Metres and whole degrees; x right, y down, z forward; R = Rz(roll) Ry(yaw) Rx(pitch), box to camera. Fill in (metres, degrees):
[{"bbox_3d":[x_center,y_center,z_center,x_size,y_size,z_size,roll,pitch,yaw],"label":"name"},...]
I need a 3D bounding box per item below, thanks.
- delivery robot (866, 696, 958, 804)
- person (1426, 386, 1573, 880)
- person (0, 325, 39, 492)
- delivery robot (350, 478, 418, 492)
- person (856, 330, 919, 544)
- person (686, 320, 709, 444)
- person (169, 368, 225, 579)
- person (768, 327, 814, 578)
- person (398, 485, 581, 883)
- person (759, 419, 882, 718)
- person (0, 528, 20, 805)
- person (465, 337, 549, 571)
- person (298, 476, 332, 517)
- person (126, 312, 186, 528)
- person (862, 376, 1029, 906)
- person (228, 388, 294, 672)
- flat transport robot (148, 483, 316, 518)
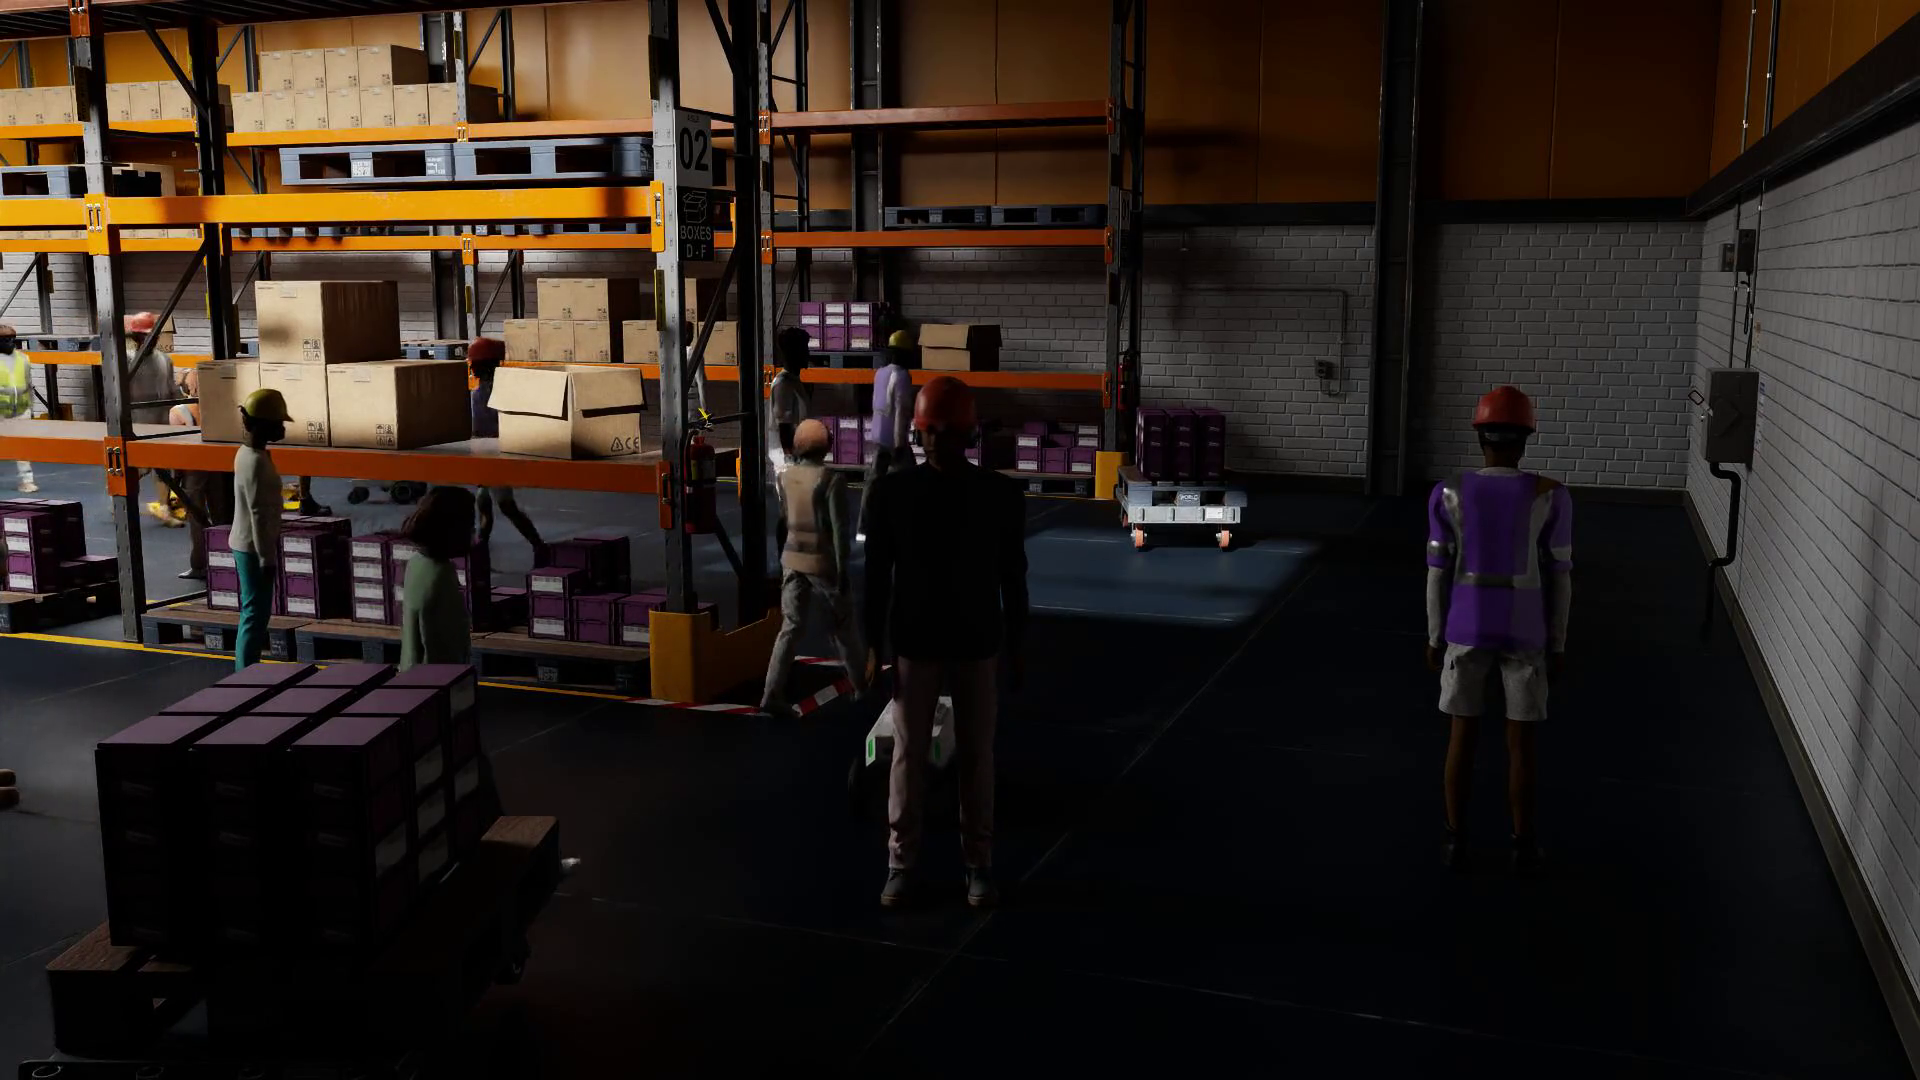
[{"bbox_3d":[-0.199,0.869,7.356,0.477,0.478,0.707,1,9,7],"label":"delivery robot"},{"bbox_3d":[2.102,0.364,6.526,0.543,1.928,0.374,4,10,23],"label":"person"},{"bbox_3d":[-10.389,-1.428,18.097,0.708,1.825,0.635,6,11,35],"label":"person"},{"bbox_3d":[-5.959,-0.703,17.232,0.707,0.478,0.477,-1,9,-5],"label":"delivery robot"},{"bbox_3d":[-0.528,-0.911,14.707,0.984,1.868,0.610,-6,11,-32],"label":"person"},{"bbox_3d":[-2.949,-1.430,17.935,0.576,1.882,0.355,4,10,26],"label":"person"},{"bbox_3d":[-5.920,-0.519,12.961,0.307,1.644,0.514,3,10,20],"label":"person"},{"bbox_3d":[-1.278,-0.645,12.743,0.367,1.966,0.604,0,9,0],"label":"person"},{"bbox_3d":[-1.862,0.589,6.155,0.816,1.584,0.514,-5,10,-29],"label":"person"},{"bbox_3d":[-0.795,0.147,8.955,0.543,1.594,0.835,7,11,36],"label":"person"},{"bbox_3d":[-4.472,0.264,7.416,0.429,1.846,0.626,-5,10,-29],"label":"person"},{"bbox_3d":[-3.581,-0.647,13.035,0.978,1.890,0.545,2,9,13],"label":"person"},{"bbox_3d":[-6.365,-1.197,16.306,0.367,1.932,0.551,-3,10,-20],"label":"person"},{"bbox_3d":[-7.603,-1.115,15.513,0.690,2.024,0.614,4,10,26],"label":"person"},{"bbox_3d":[-0.053,0.386,6.184,0.621,1.989,0.398,0,9,-1],"label":"person"},{"bbox_3d":[-3.778,0.055,9.038,0.376,1.752,0.517,-4,10,-26],"label":"person"},{"bbox_3d":[-7.232,-0.404,16.535,1.431,0.197,0.652,-6,11,-35],"label":"flat transport robot"}]
